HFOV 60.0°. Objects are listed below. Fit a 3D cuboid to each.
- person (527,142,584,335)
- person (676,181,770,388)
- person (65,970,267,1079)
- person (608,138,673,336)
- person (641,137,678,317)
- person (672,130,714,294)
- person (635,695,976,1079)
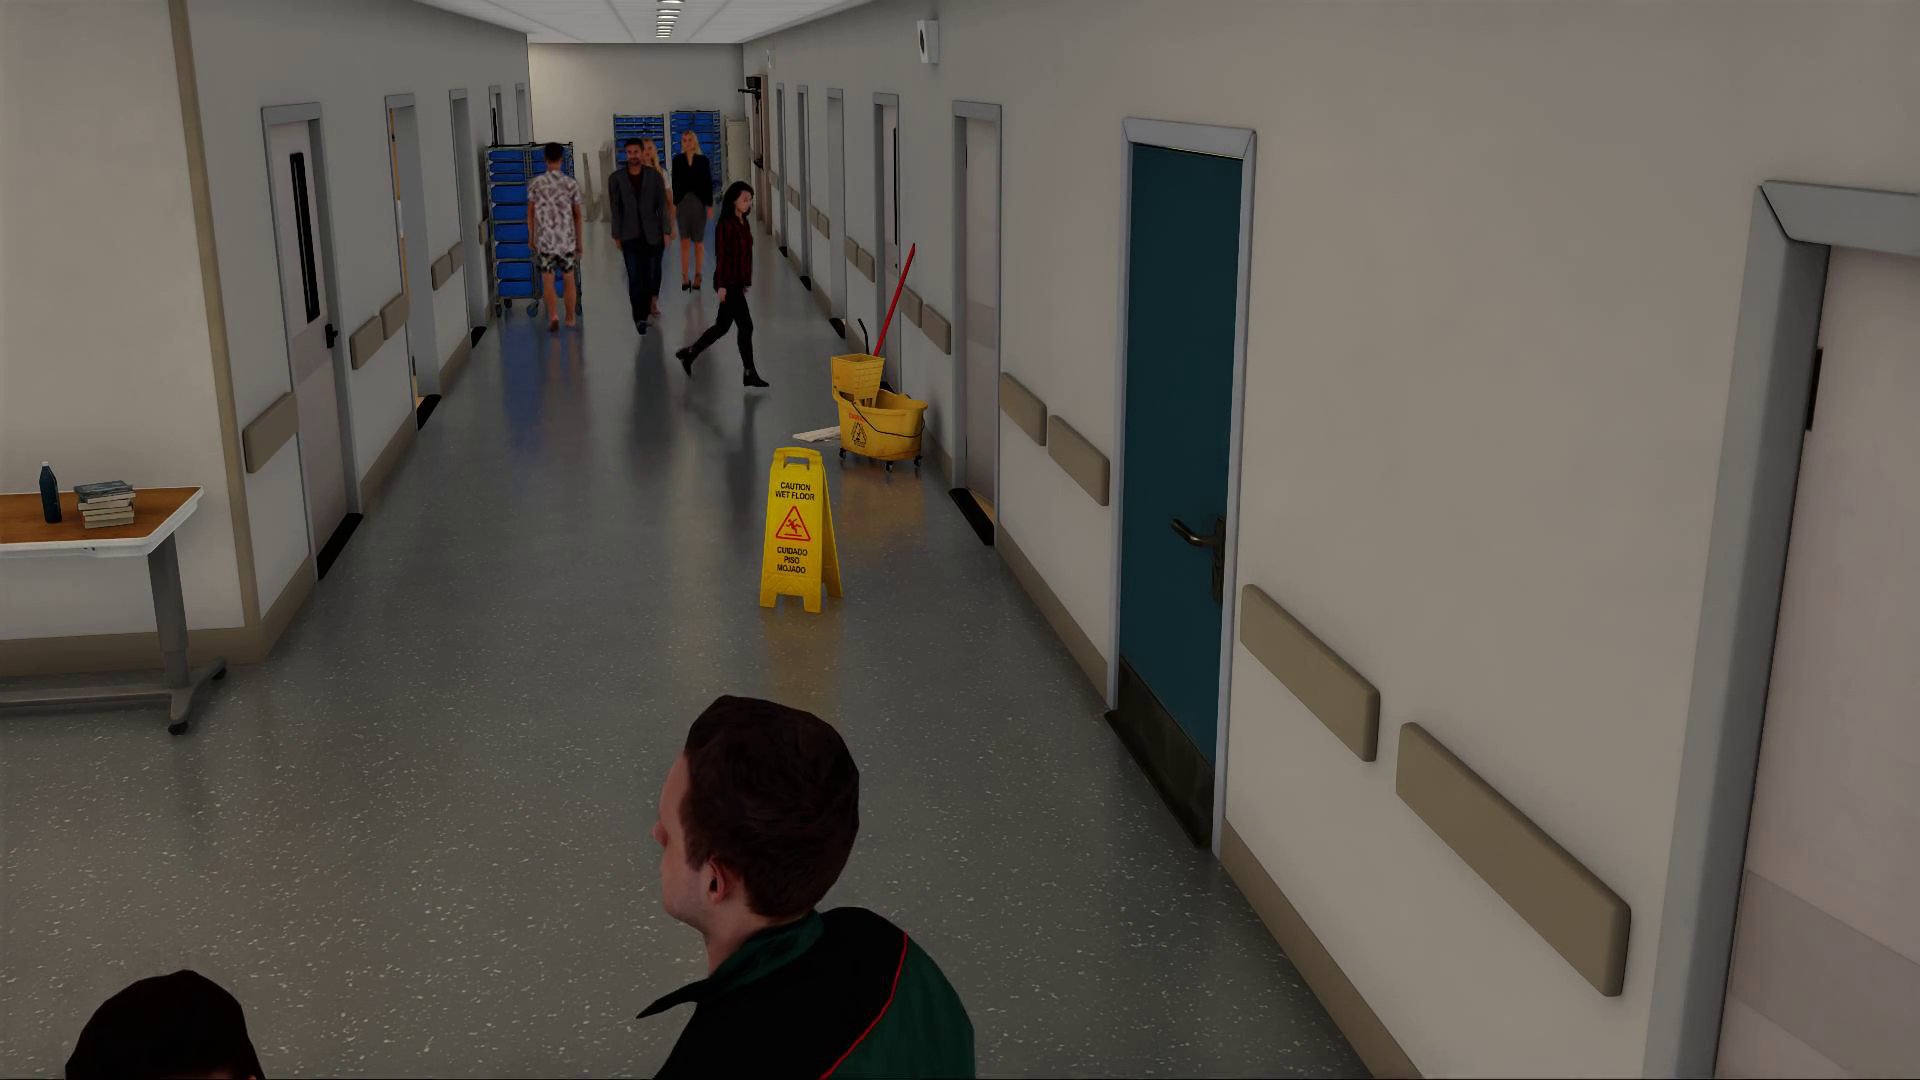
[{"bbox_3d":[-3.913,-2.909,16.070,0.760,1.809,1.012,-5,17,-17],"label":"person"},{"bbox_3d":[-1.909,-2.010,13.246,0.961,1.612,1.079,4,16,13],"label":"person"},{"bbox_3d":[-0.857,1.195,1.983,0.562,1.547,0.607,-2,16,-5],"label":"person"},{"bbox_3d":[-3.085,-2.904,16.040,0.818,1.816,1.217,-5,17,-18],"label":"person"},{"bbox_3d":[-3.211,-3.228,17.207,0.677,1.806,0.876,-4,16,-14],"label":"person"},{"bbox_3d":[-3.017,-3.703,18.898,0.753,1.803,1.117,0,16,0],"label":"person"},{"bbox_3d":[-0.198,1.050,1.962,0.786,1.842,0.687,7,17,23],"label":"person"}]
